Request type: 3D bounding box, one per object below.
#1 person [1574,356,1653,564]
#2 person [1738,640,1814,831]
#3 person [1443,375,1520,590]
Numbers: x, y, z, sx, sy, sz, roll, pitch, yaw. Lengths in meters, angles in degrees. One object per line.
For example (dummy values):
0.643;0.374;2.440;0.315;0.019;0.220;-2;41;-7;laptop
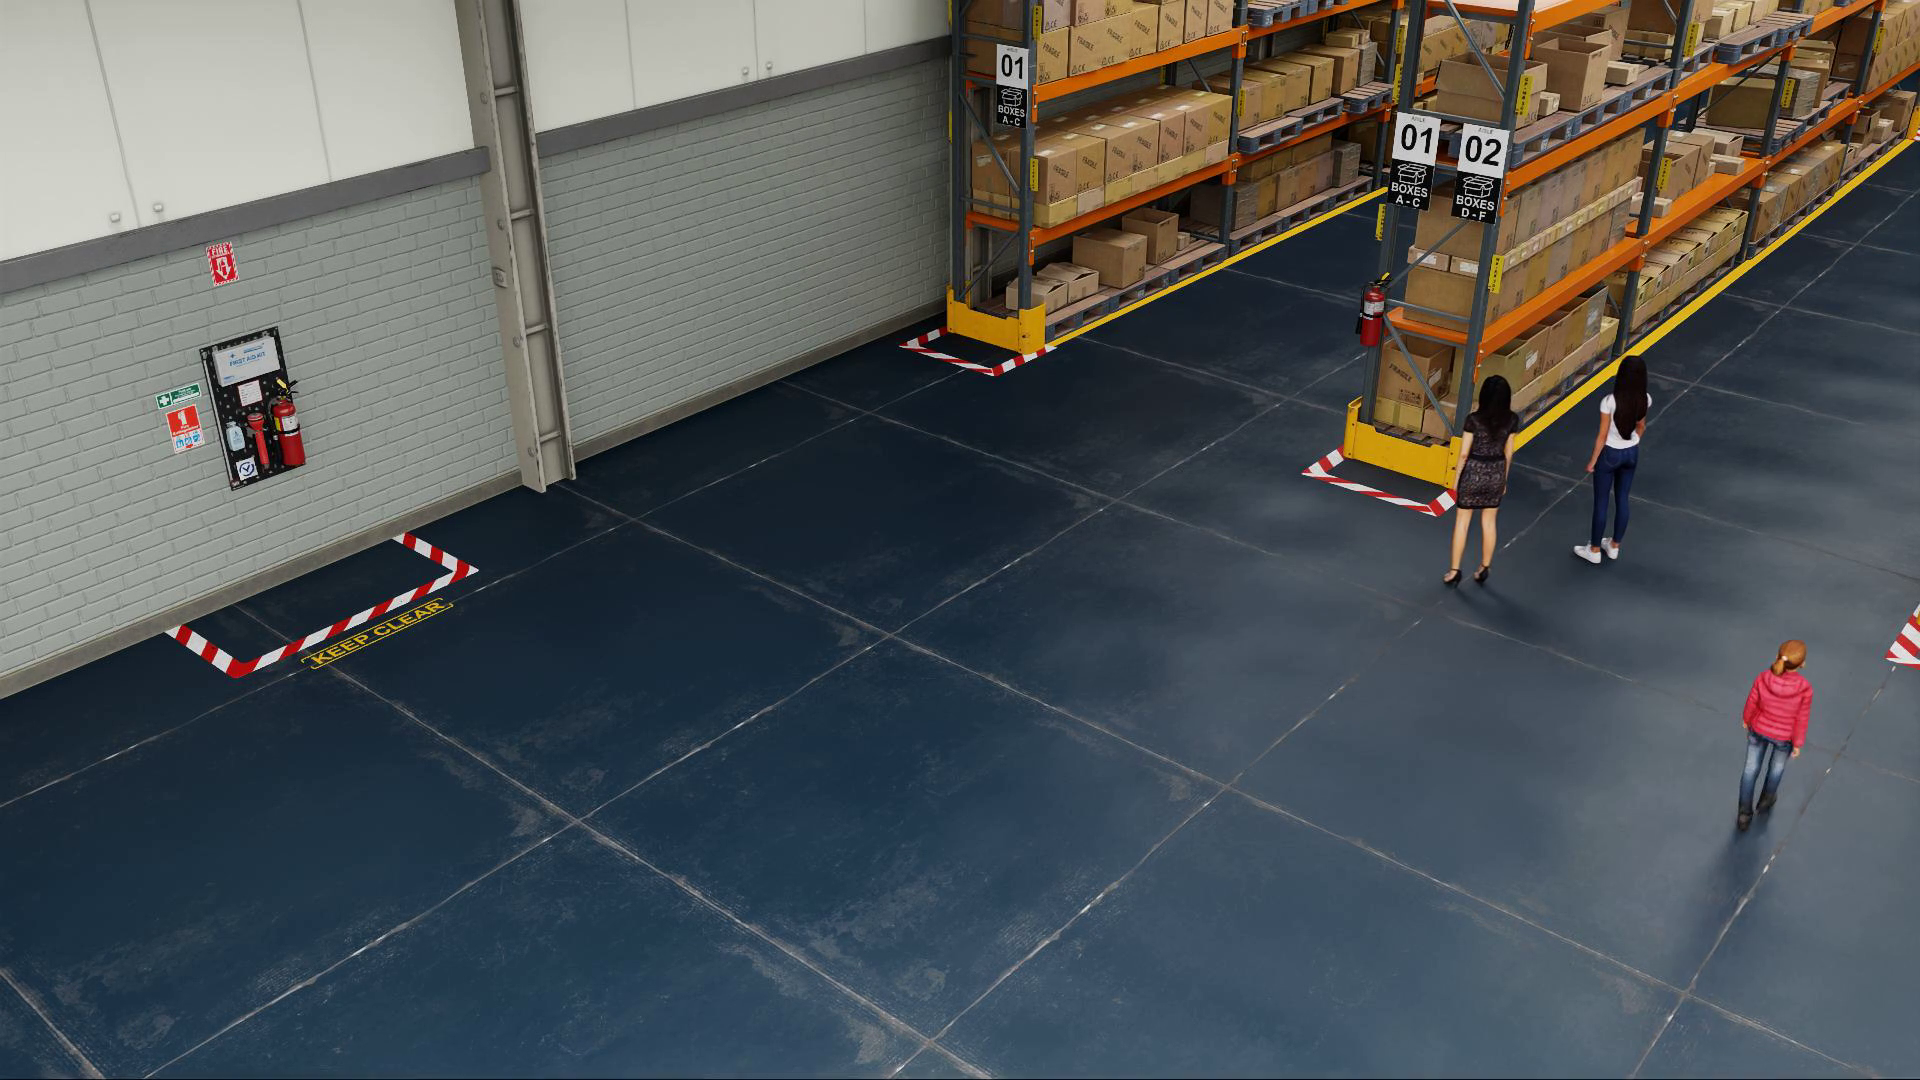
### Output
5.299;-0.647;13.399;0.635;1.775;0.730;-7;29;-13;person
5.040;1.240;10.357;0.565;1.303;0.711;18;33;30;person
4.078;-0.445;13.003;0.630;1.790;0.687;-2;28;-4;person
